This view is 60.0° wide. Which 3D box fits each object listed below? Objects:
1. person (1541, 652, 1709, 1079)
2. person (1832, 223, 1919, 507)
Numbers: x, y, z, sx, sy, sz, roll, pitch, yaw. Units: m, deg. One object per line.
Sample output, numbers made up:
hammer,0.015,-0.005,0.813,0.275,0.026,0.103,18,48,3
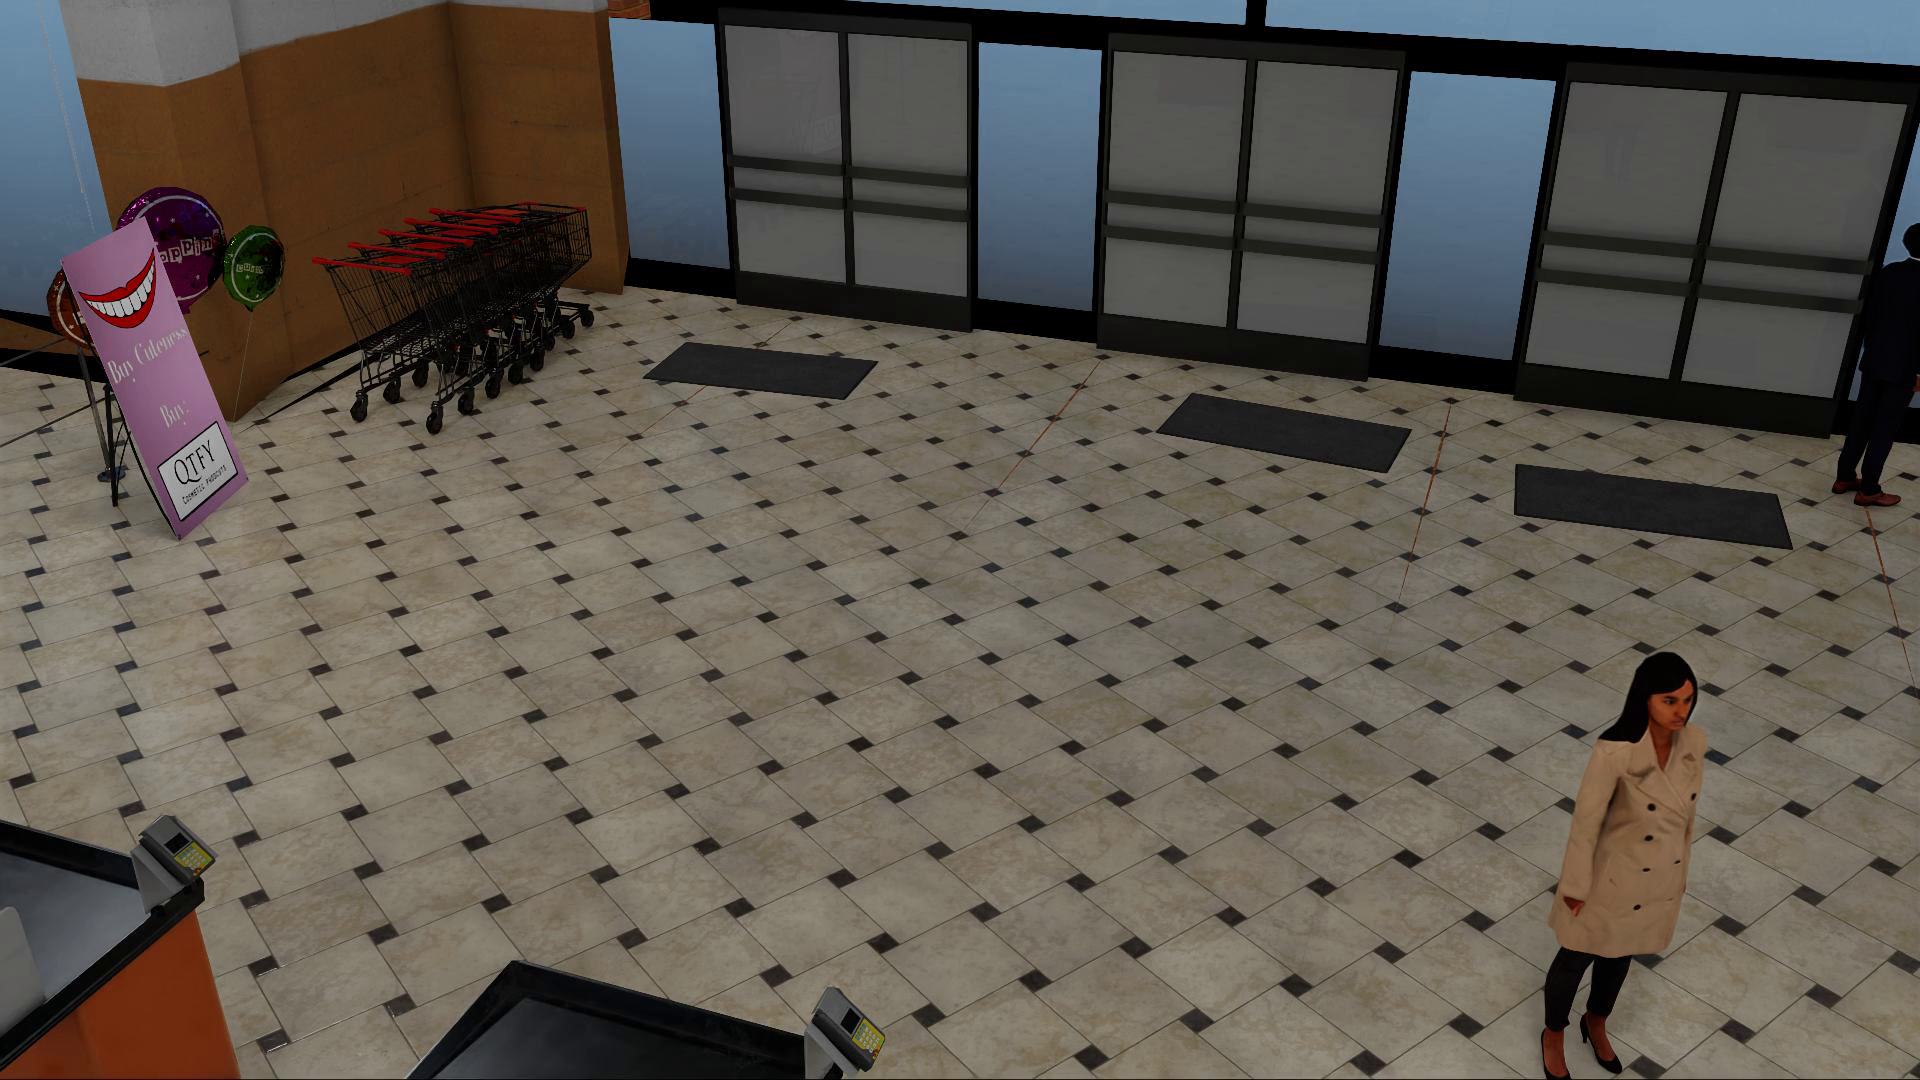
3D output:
person,2.216,1.116,5.575,0.715,1.682,0.737,-8,28,-15
person,5.472,-1.037,9.771,0.768,1.727,0.677,-8,28,-15
